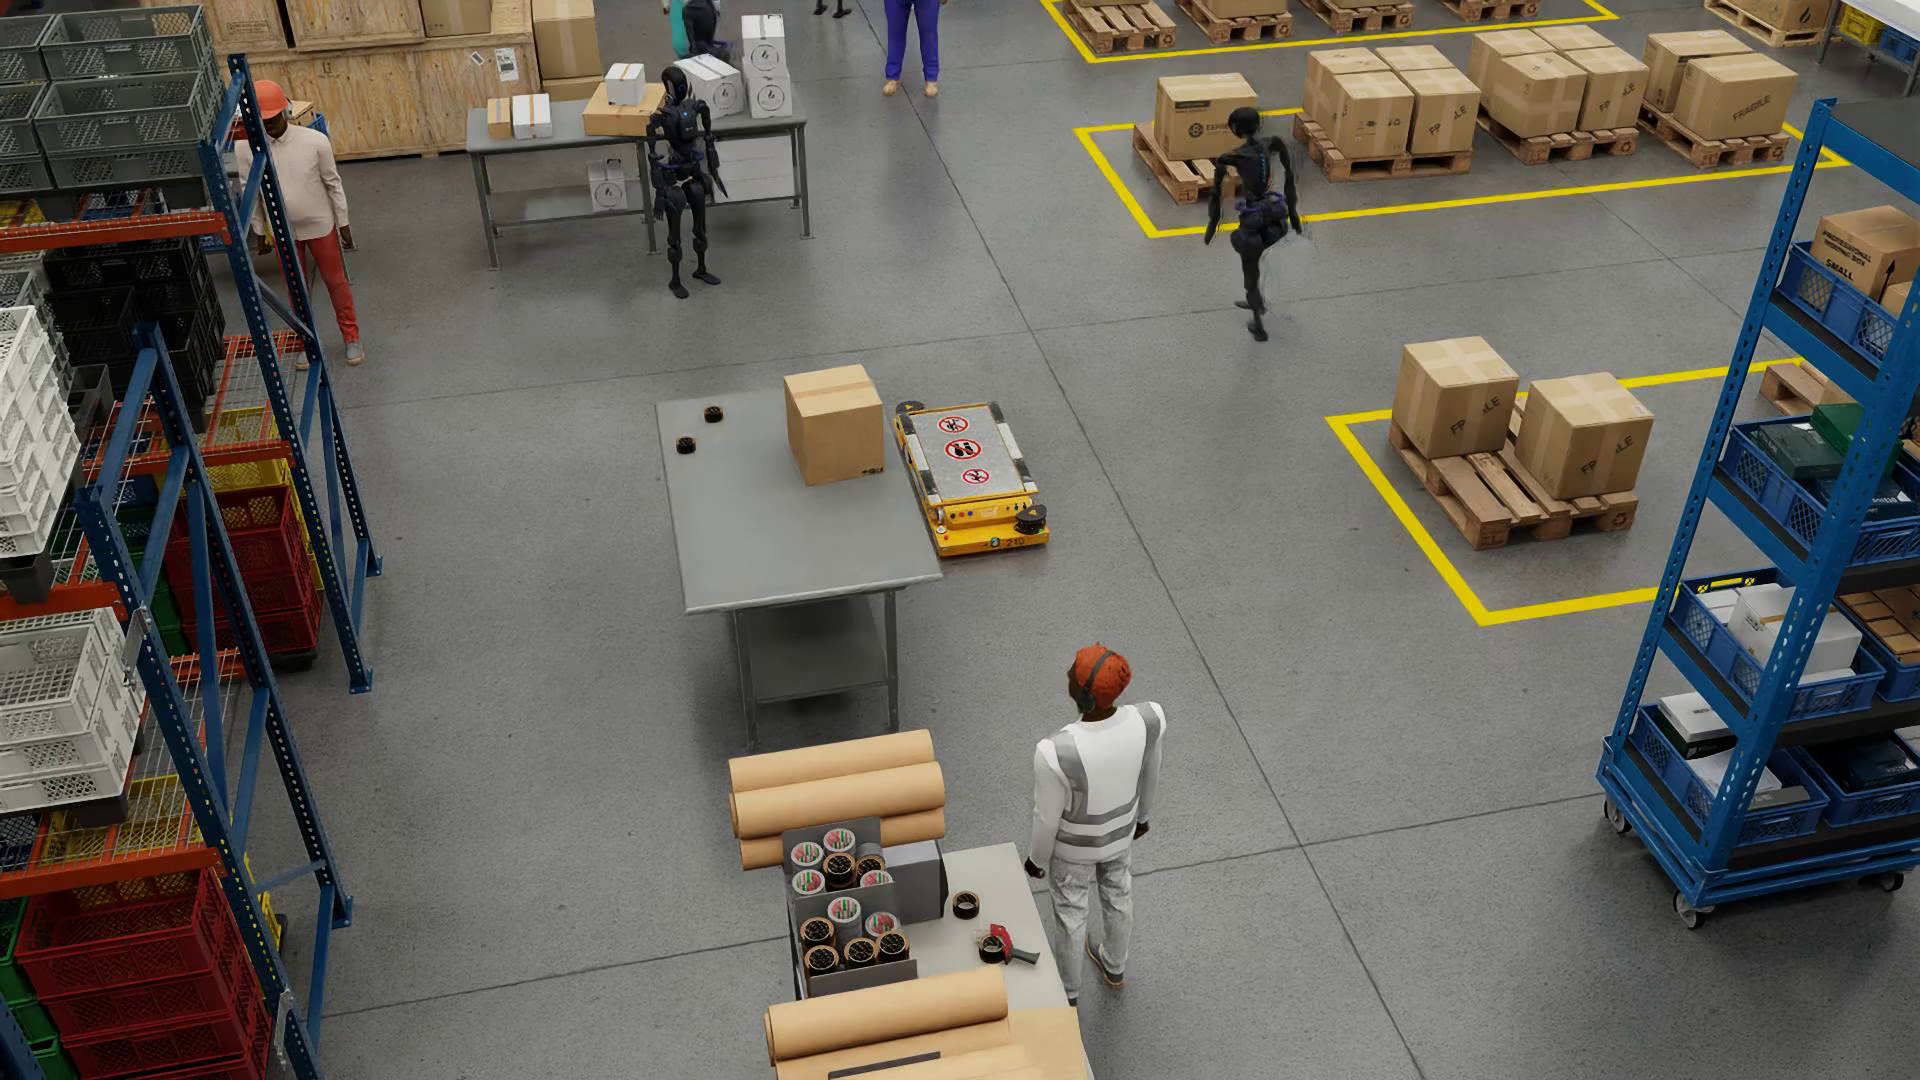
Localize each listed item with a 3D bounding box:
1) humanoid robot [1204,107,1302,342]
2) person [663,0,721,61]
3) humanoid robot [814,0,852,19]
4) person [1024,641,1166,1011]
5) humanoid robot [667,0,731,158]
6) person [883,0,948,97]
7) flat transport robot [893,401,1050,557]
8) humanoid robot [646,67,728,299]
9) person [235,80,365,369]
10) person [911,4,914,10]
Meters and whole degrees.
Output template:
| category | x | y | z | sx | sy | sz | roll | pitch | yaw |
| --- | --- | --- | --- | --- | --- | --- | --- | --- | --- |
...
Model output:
| category | x | y | z | sx | sy | sz | roll | pitch | yaw |
| --- | --- | --- | --- | --- | --- | --- | --- | --- | --- |
| humanoid robot | 2.006 | -2.177 | 11.325 | 0.639 | 1.621 | 0.584 | -20 | 41 | -25 |
| person | -2.369 | -4.722 | 14.657 | 0.539 | 1.746 | 0.444 | -1 | 37 | -1 |
| humanoid robot | -1.297 | -6.049 | 16.503 | 0.587 | 1.651 | 0.325 | 20 | 41 | 24 |
| person | 0.520 | 1.162 | 6.639 | 0.580 | 1.883 | 0.352 | -19 | 41 | -23 |
| humanoid robot | -2.070 | -3.866 | 13.609 | 0.769 | 1.620 | 0.550 | 14 | 39 | 18 |
| person | -0.419 | -4.927 | 14.692 | 0.677 | 2.000 | 0.537 | 5 | 37 | 7 |
| flat transport robot | 0.046 | -0.430 | 10.108 | 0.652 | 0.197 | 1.431 | -8 | 37 | -10 |
| humanoid robot | -1.941 | -2.537 | 11.772 | 0.589 | 1.657 | 0.327 | -30 | 46 | -34 |
| person | -4.301 | -2.041 | 10.853 | 0.620 | 1.992 | 0.395 | -6 | 37 | -9 |
| person | -0.602 | -6.198 | 16.505 | 0.609 | 1.909 | 0.419 | 23 | 42 | 27 |
